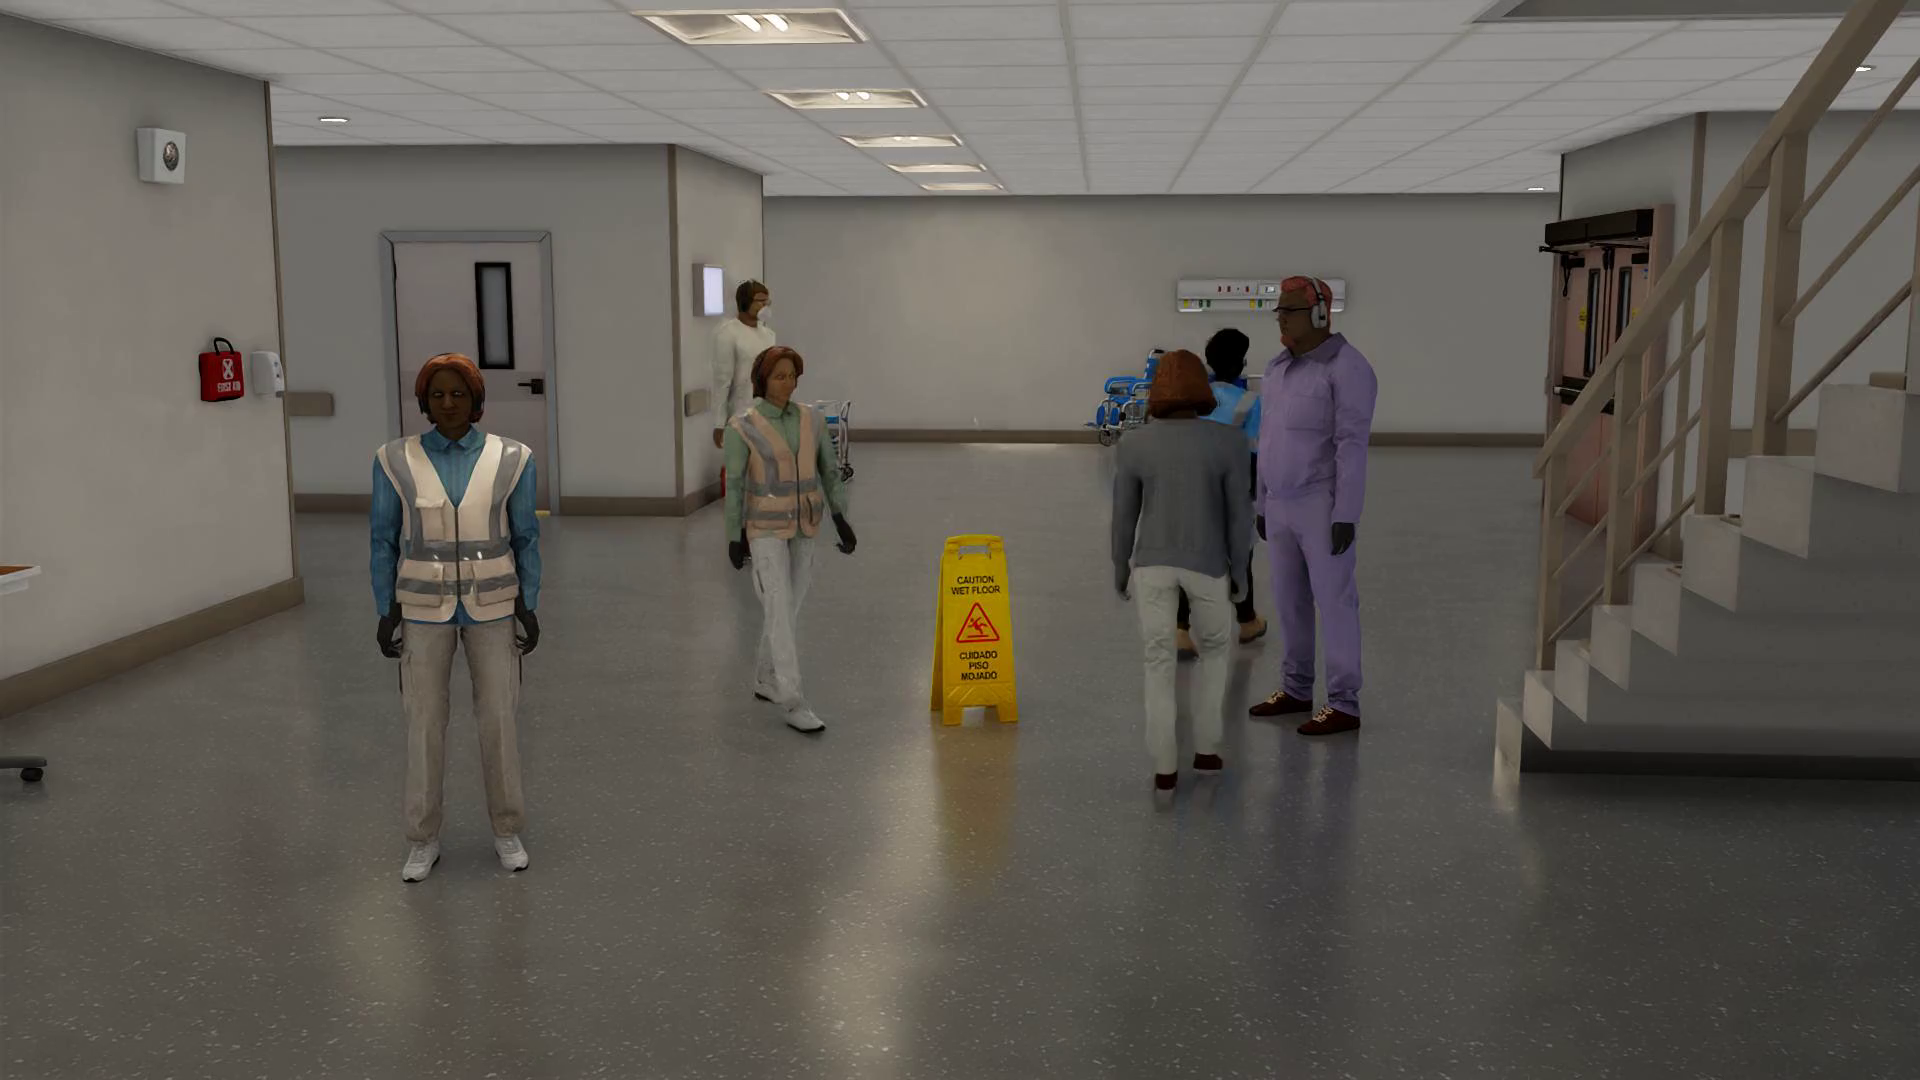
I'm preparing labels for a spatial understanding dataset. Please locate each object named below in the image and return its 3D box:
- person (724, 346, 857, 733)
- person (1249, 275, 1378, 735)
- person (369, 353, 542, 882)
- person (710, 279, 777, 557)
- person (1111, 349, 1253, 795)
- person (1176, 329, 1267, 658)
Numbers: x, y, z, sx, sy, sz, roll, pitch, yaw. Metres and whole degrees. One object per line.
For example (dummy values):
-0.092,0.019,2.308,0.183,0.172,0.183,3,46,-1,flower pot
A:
-0.735,-0.025,7.122,0.518,1.602,0.745,-7,11,-41,person
1.438,-0.147,6.966,0.397,1.899,0.644,-4,9,-26,person
-1.568,0.237,5.207,0.514,1.641,0.307,-3,9,-18,person
-1.335,-0.806,11.350,0.708,1.917,0.656,4,9,26,person
0.822,0.105,6.152,0.519,1.612,0.538,2,9,15,person
1.308,-0.239,8.424,0.537,1.648,0.878,5,10,31,person
